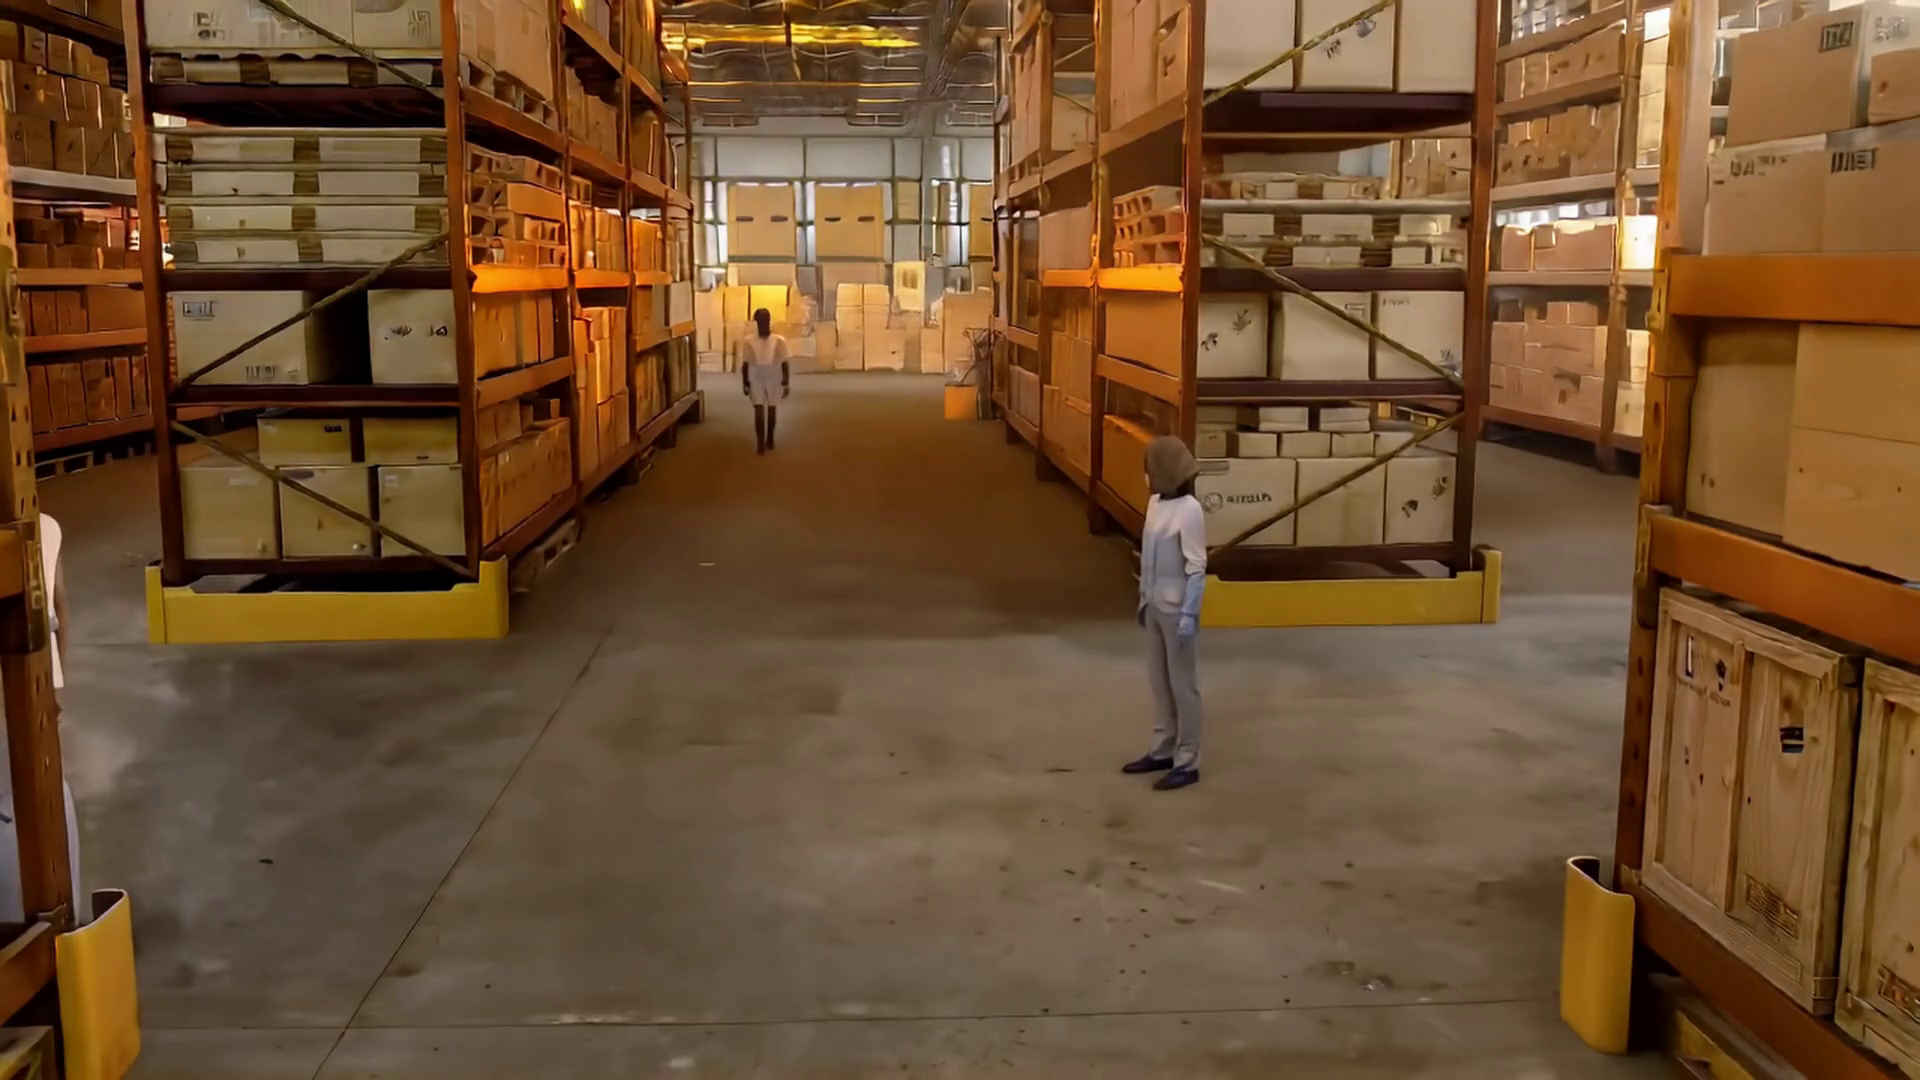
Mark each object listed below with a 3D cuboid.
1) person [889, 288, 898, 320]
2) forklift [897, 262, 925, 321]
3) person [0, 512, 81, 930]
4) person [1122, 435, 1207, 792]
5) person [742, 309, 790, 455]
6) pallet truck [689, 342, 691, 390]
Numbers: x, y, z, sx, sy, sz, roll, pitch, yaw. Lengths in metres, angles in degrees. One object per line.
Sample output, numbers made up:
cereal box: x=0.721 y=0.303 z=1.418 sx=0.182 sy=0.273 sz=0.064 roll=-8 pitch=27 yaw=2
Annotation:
person: x=-2.173 y=-7.279 z=54.510 sx=0.517 sy=1.928 sz=0.651 roll=0 pitch=9 yaw=0
forklift: x=-1.813 y=-8.621 z=59.962 sx=1.129 sy=2.768 sz=1.873 roll=-1 pitch=9 yaw=-4
person: x=-3.255 y=0.552 z=5.625 sx=0.394 sy=1.839 sz=0.563 roll=3 pitch=10 yaw=21
person: x=0.955 y=0.333 z=7.643 sx=0.278 sy=1.633 sz=0.498 roll=-3 pitch=10 yaw=-18
person: x=-2.579 y=-2.109 z=22.108 sx=0.619 sy=1.918 sz=0.988 roll=-1 pitch=9 yaw=-7
pallet truck: x=-5.225 y=-3.008 z=27.480 sx=1.885 sy=1.965 sz=0.823 roll=2 pitch=9 yaw=14
